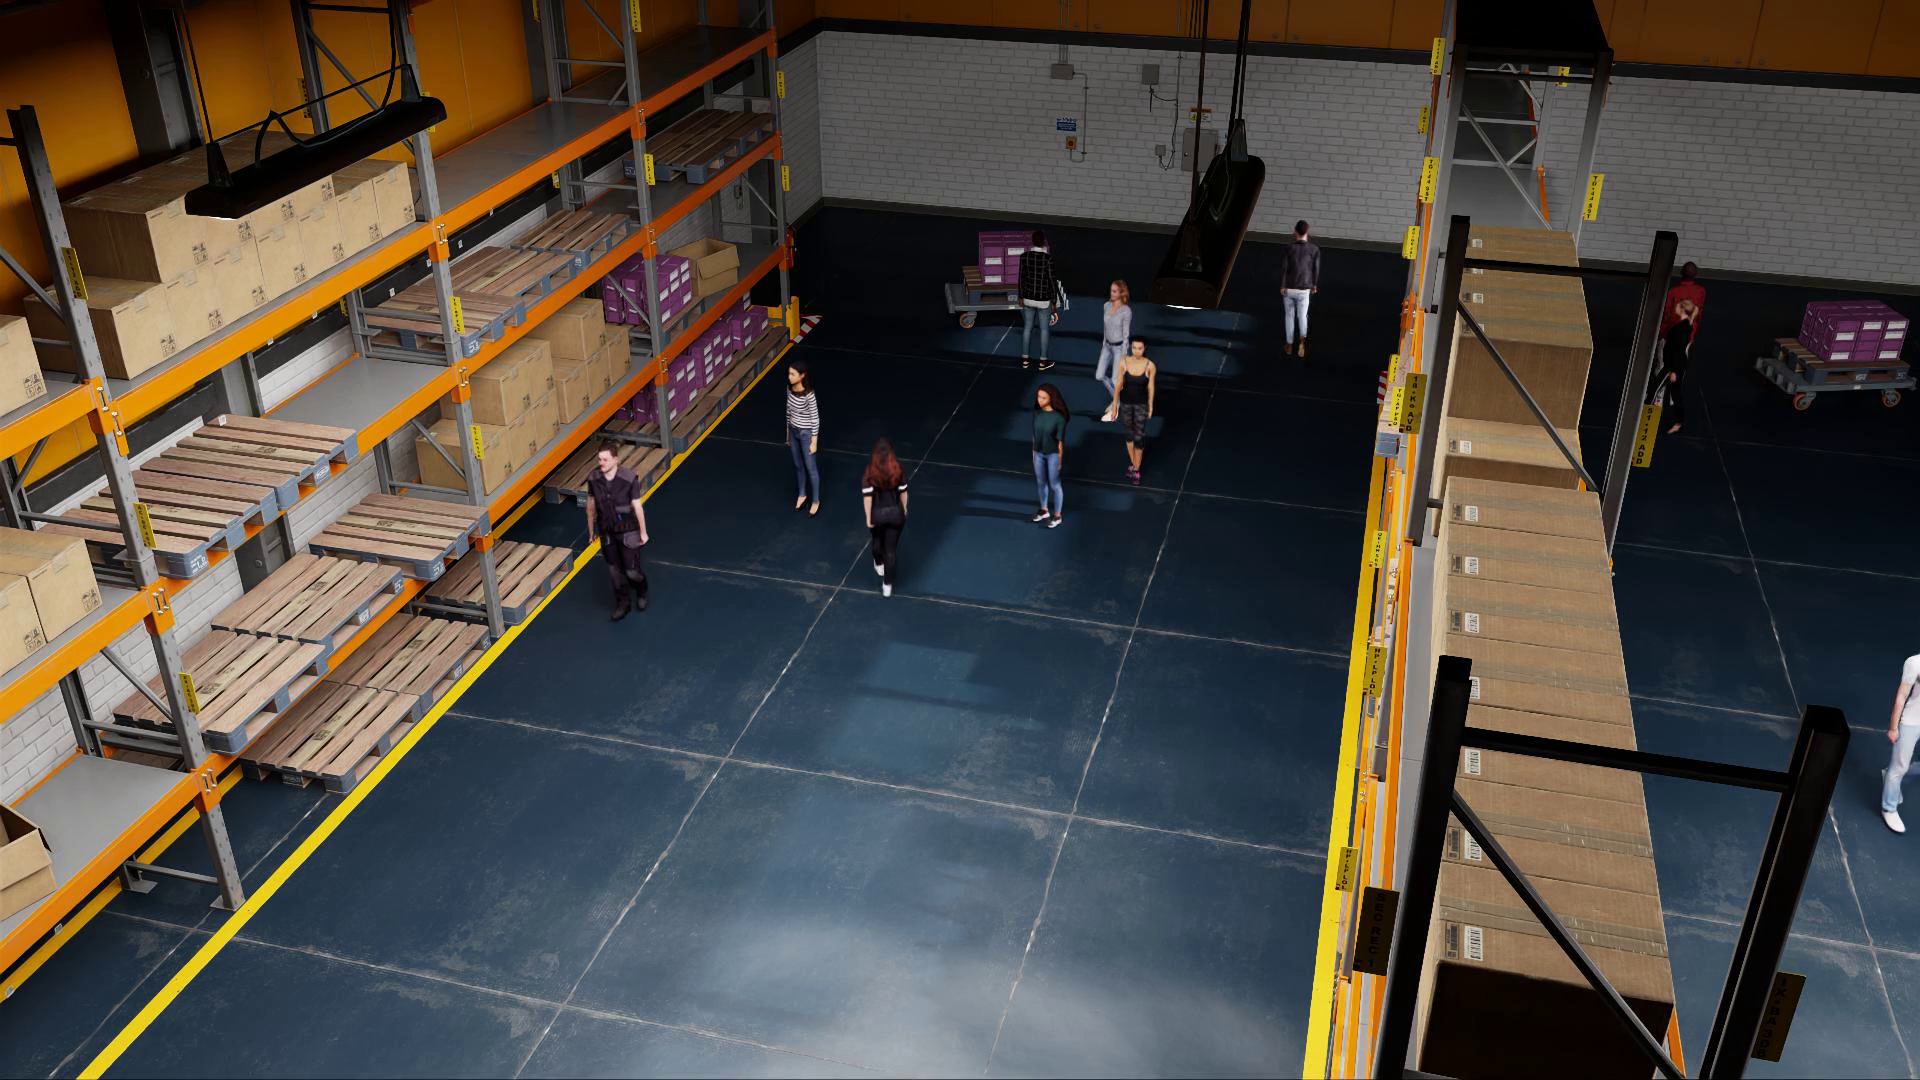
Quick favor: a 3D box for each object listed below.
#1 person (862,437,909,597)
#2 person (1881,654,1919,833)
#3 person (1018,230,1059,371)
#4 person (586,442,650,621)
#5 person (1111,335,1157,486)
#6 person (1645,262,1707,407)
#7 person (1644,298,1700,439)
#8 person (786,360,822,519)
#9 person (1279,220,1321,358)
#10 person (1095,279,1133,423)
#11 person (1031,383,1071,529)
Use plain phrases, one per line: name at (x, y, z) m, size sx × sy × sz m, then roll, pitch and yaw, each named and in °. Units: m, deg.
person at (-0.712, -0.201, 16.250) m, size 0.779 × 1.616 × 0.961 m, roll -2°, pitch 29°, yaw -3°
person at (7.520, 1.399, 13.080) m, size 0.788 × 1.842 × 0.865 m, roll -1°, pitch 29°, yaw -1°
person at (0.984, -3.083, 21.320) m, size 0.690 × 1.820 × 0.569 m, roll 10°, pitch 30°, yaw 18°
person at (-3.214, -0.120, 15.872) m, size 0.723 × 1.836 × 0.659 m, roll 7°, pitch 29°, yaw 13°
person at (1.958, -1.515, 18.559) m, size 0.597 × 1.713 × 0.717 m, roll 9°, pitch 30°, yaw 17°
person at (8.757, -2.518, 20.288) m, size 0.721 × 1.817 × 0.678 m, roll 0°, pitch 29°, yaw 0°
person at (8.432, -1.973, 19.439) m, size 0.927 × 1.674 × 0.979 m, roll 20°, pitch 35°, yaw 32°
person at (-1.665, -1.080, 17.675) m, size 0.656 × 1.795 × 0.662 m, roll 25°, pitch 37°, yaw 38°
person at (4.386, -3.217, 21.567) m, size 0.801 × 1.819 × 0.966 m, roll 0°, pitch 29°, yaw 0°
person at (1.919, -2.284, 19.889) m, size 0.792 × 1.787 × 0.742 m, roll -20°, pitch 35°, yaw -32°
person at (0.948, -0.910, 17.552) m, size 0.676 × 1.613 × 0.698 m, roll 21°, pitch 35°, yaw 33°
